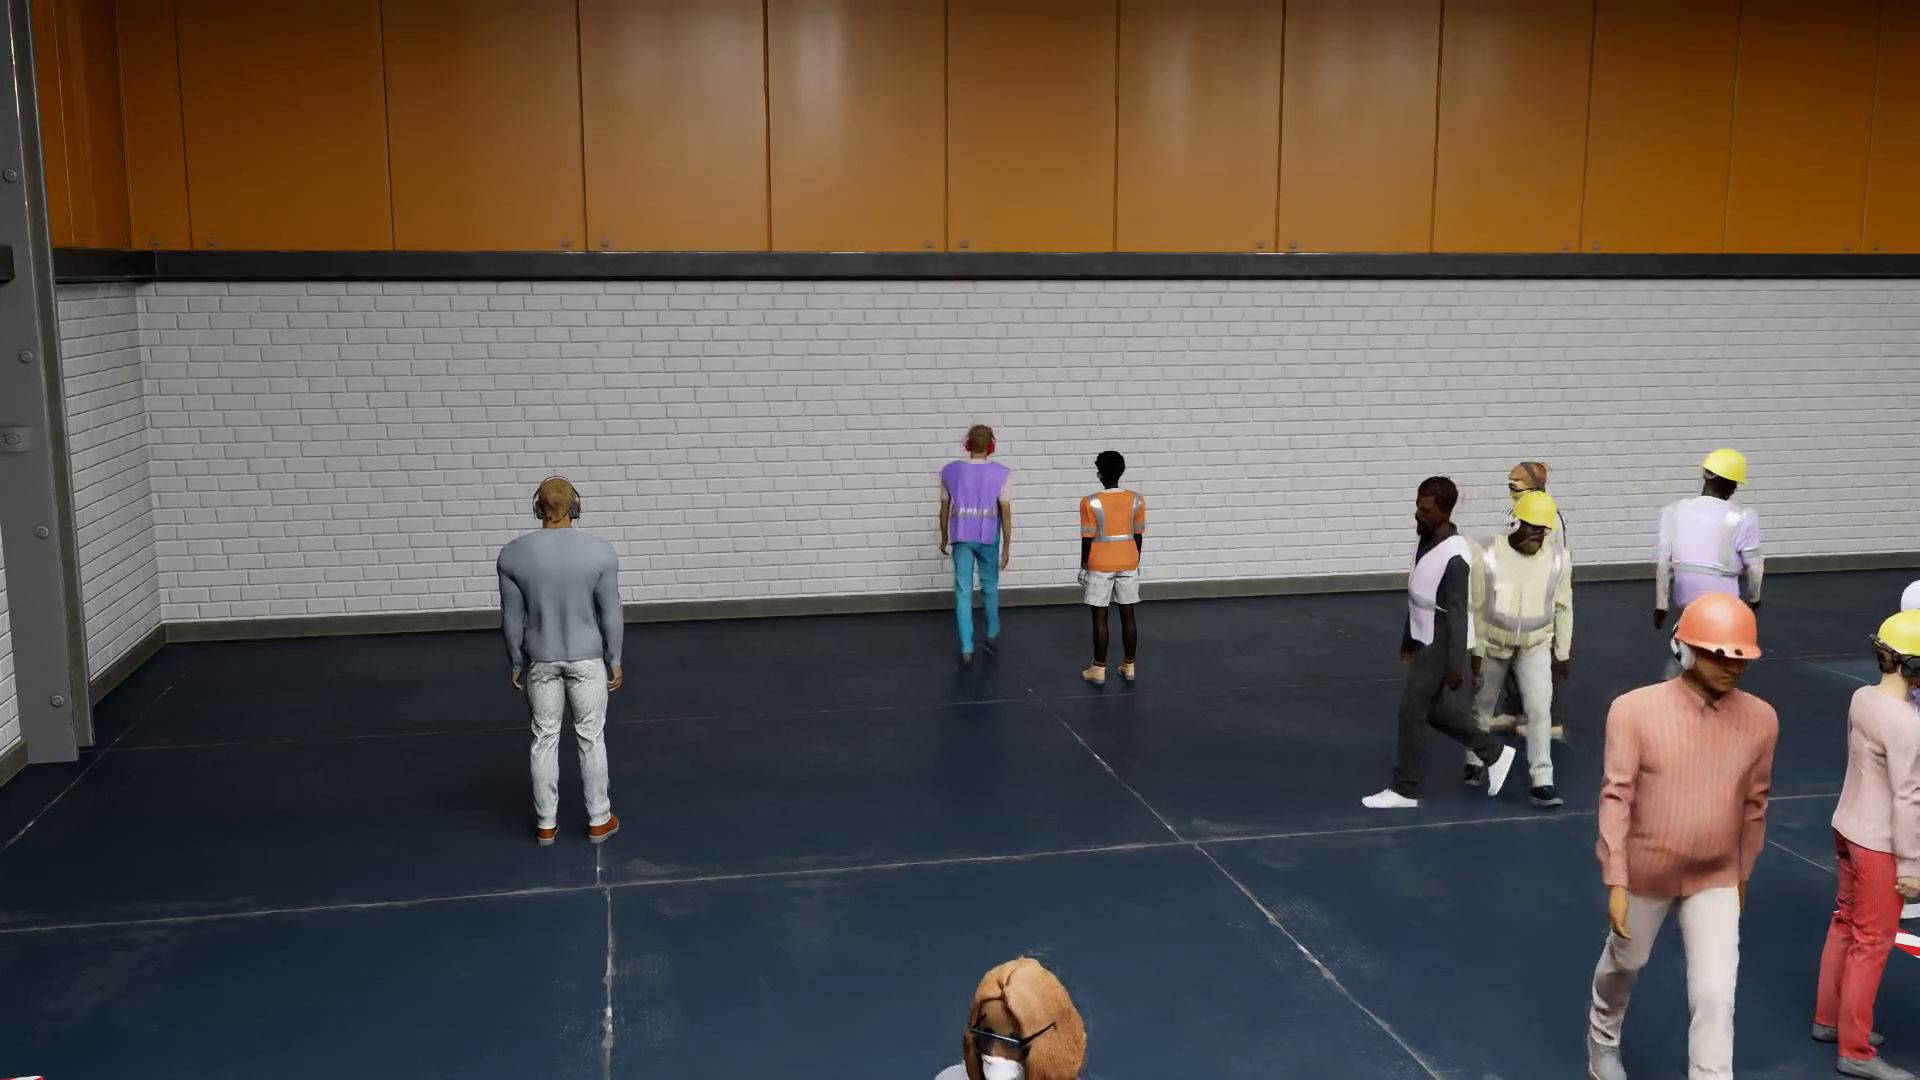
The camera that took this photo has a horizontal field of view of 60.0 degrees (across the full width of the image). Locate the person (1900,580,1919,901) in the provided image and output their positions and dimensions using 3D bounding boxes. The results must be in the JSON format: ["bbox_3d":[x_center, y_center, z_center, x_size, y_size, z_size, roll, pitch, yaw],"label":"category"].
[{"bbox_3d":[4.420,0.856,7.445,0.878,1.872,0.673,-7,12,-38],"label":"person"}]

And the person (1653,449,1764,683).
[{"bbox_3d":[4.676,0.372,10.376,0.576,1.888,0.597,-7,12,-38],"label":"person"}]

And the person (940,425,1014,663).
[{"bbox_3d":[0.125,0.005,12.877,0.596,1.790,0.972,1,9,7],"label":"person"}]

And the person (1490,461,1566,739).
[{"bbox_3d":[3.583,0.388,10.521,0.617,1.805,0.596,1,9,7],"label":"person"}]

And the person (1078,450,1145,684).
[{"bbox_3d":[1.092,0.195,12.042,0.532,1.694,0.319,-4,10,-23],"label":"person"}]

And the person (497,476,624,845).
[{"bbox_3d":[-2.059,0.630,8.654,0.630,1.938,0.373,-1,9,-5],"label":"person"}]

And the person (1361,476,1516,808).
[{"bbox_3d":[2.672,0.573,9.151,0.774,1.888,0.610,1,9,3],"label":"person"}]

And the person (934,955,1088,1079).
[{"bbox_3d":[0.162,1.635,3.484,0.503,1.625,0.410,6,11,34],"label":"person"}]

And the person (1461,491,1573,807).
[{"bbox_3d":[3.143,0.598,9.377,0.614,1.770,0.790,2,9,11],"label":"person"}]

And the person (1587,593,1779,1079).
[{"bbox_3d":[2.459,1.113,5.730,0.622,1.946,1.060,1,9,4],"label":"person"}]

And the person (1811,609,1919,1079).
[{"bbox_3d":[3.451,1.123,6.203,0.342,1.760,0.533,2,9,9],"label":"person"}]
